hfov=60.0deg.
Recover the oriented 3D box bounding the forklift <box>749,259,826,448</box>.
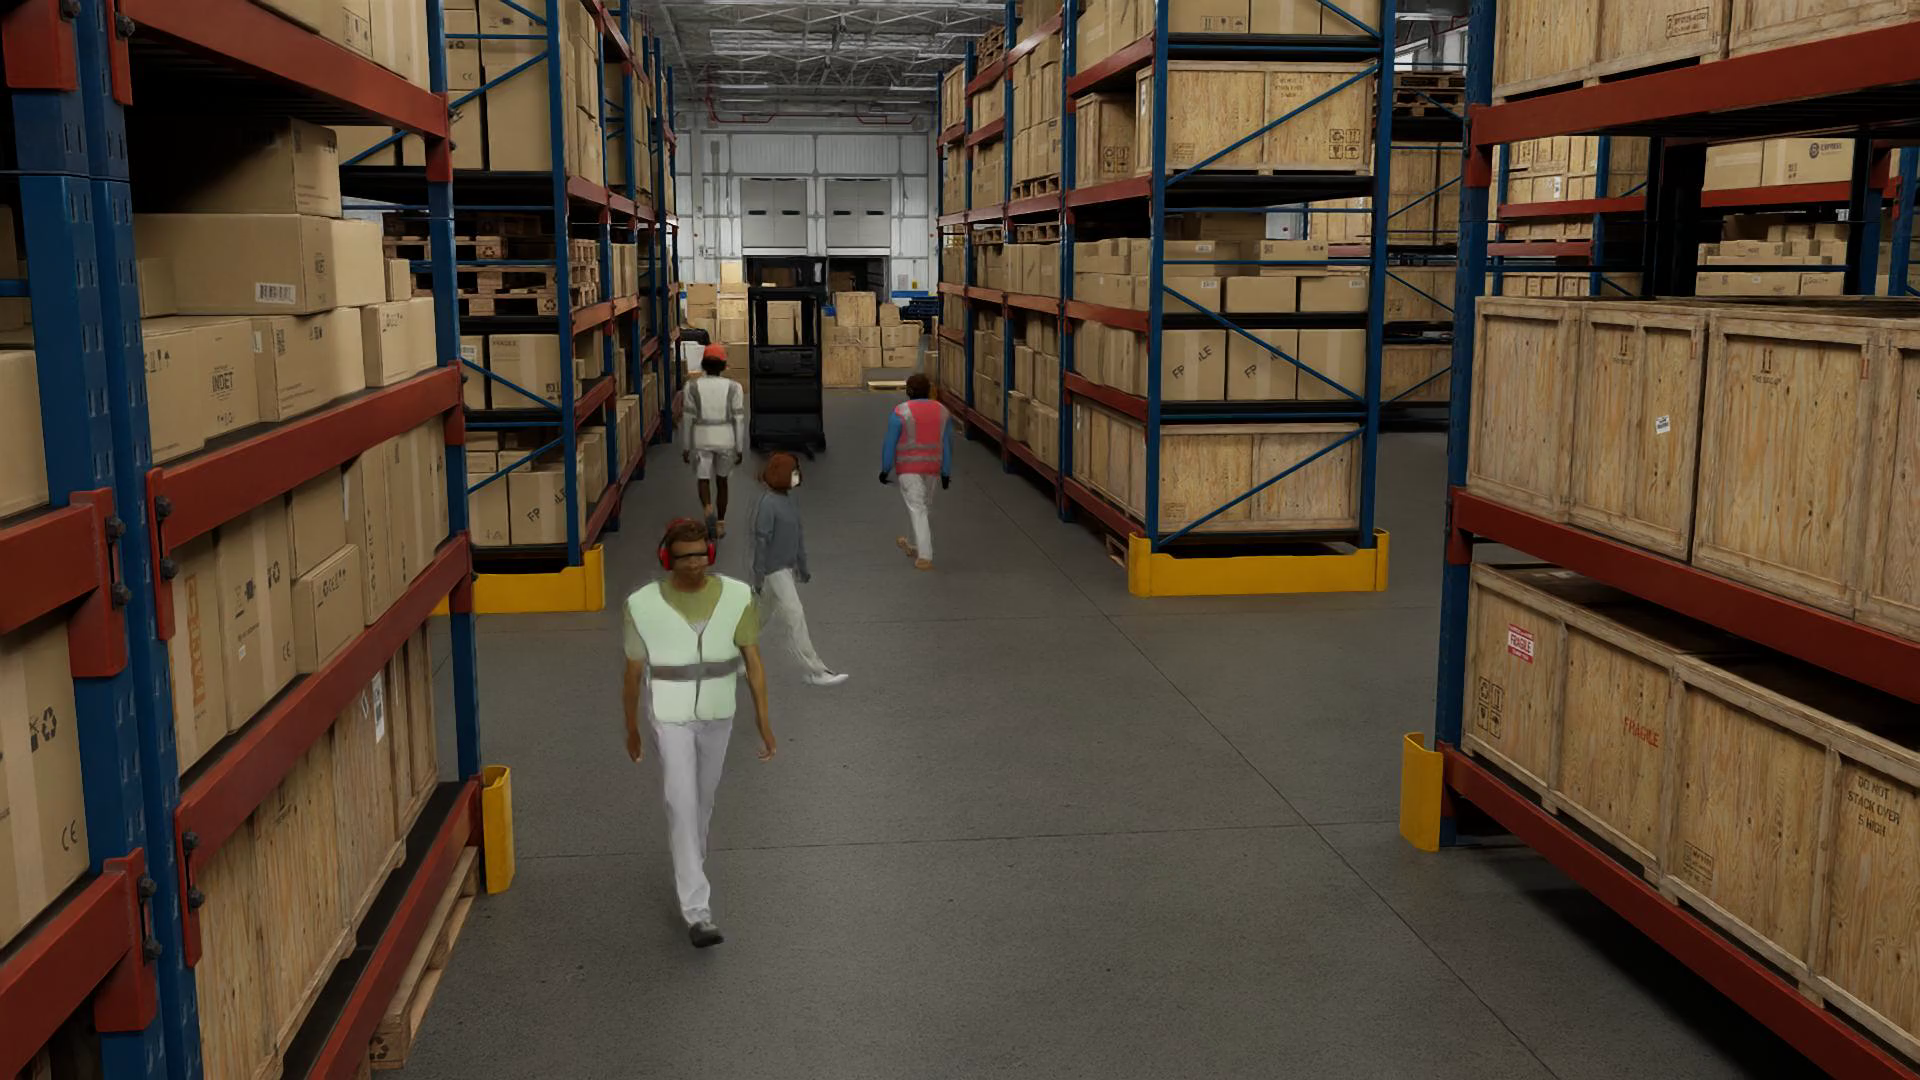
[{"bbox_3d":[-2.665,-2.879,25.327,1.129,2.768,1.873,-1,10,-7],"label":"forklift"}]

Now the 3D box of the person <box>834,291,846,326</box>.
[{"bbox_3d":[-3.158,-5.870,45.576,0.583,1.910,0.390,-4,10,-22],"label":"person"}]

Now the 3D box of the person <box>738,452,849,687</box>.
[{"bbox_3d":[-1.183,0.194,11.182,0.880,1.584,0.514,3,10,15],"label":"person"}]

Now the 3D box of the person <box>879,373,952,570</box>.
[{"bbox_3d":[-0.437,-0.657,15.546,0.624,1.791,0.954,-6,11,-31],"label":"person"}]

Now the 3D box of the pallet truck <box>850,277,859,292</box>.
[{"bbox_3d":[-3.782,-9.391,65.808,1.885,1.965,0.823,2,10,10],"label":"pallet truck"}]

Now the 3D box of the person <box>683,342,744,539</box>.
[{"bbox_3d":[-2.478,-0.977,16.752,0.618,2.020,0.736,-2,10,-10],"label":"person"}]

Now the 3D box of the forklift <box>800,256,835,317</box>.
[{"bbox_3d":[-5.102,-8.570,58.460,1.129,2.768,1.873,-6,12,-33],"label":"forklift"}]

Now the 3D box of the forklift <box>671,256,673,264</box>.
[{"bbox_3d":[-11.202,-9.362,63.071,1.129,2.768,1.873,-1,10,-7],"label":"forklift"}]

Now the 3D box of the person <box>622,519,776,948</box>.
[{"bbox_3d":[-1.141,0.787,7.160,0.576,1.789,0.969,-5,11,-27],"label":"person"}]
